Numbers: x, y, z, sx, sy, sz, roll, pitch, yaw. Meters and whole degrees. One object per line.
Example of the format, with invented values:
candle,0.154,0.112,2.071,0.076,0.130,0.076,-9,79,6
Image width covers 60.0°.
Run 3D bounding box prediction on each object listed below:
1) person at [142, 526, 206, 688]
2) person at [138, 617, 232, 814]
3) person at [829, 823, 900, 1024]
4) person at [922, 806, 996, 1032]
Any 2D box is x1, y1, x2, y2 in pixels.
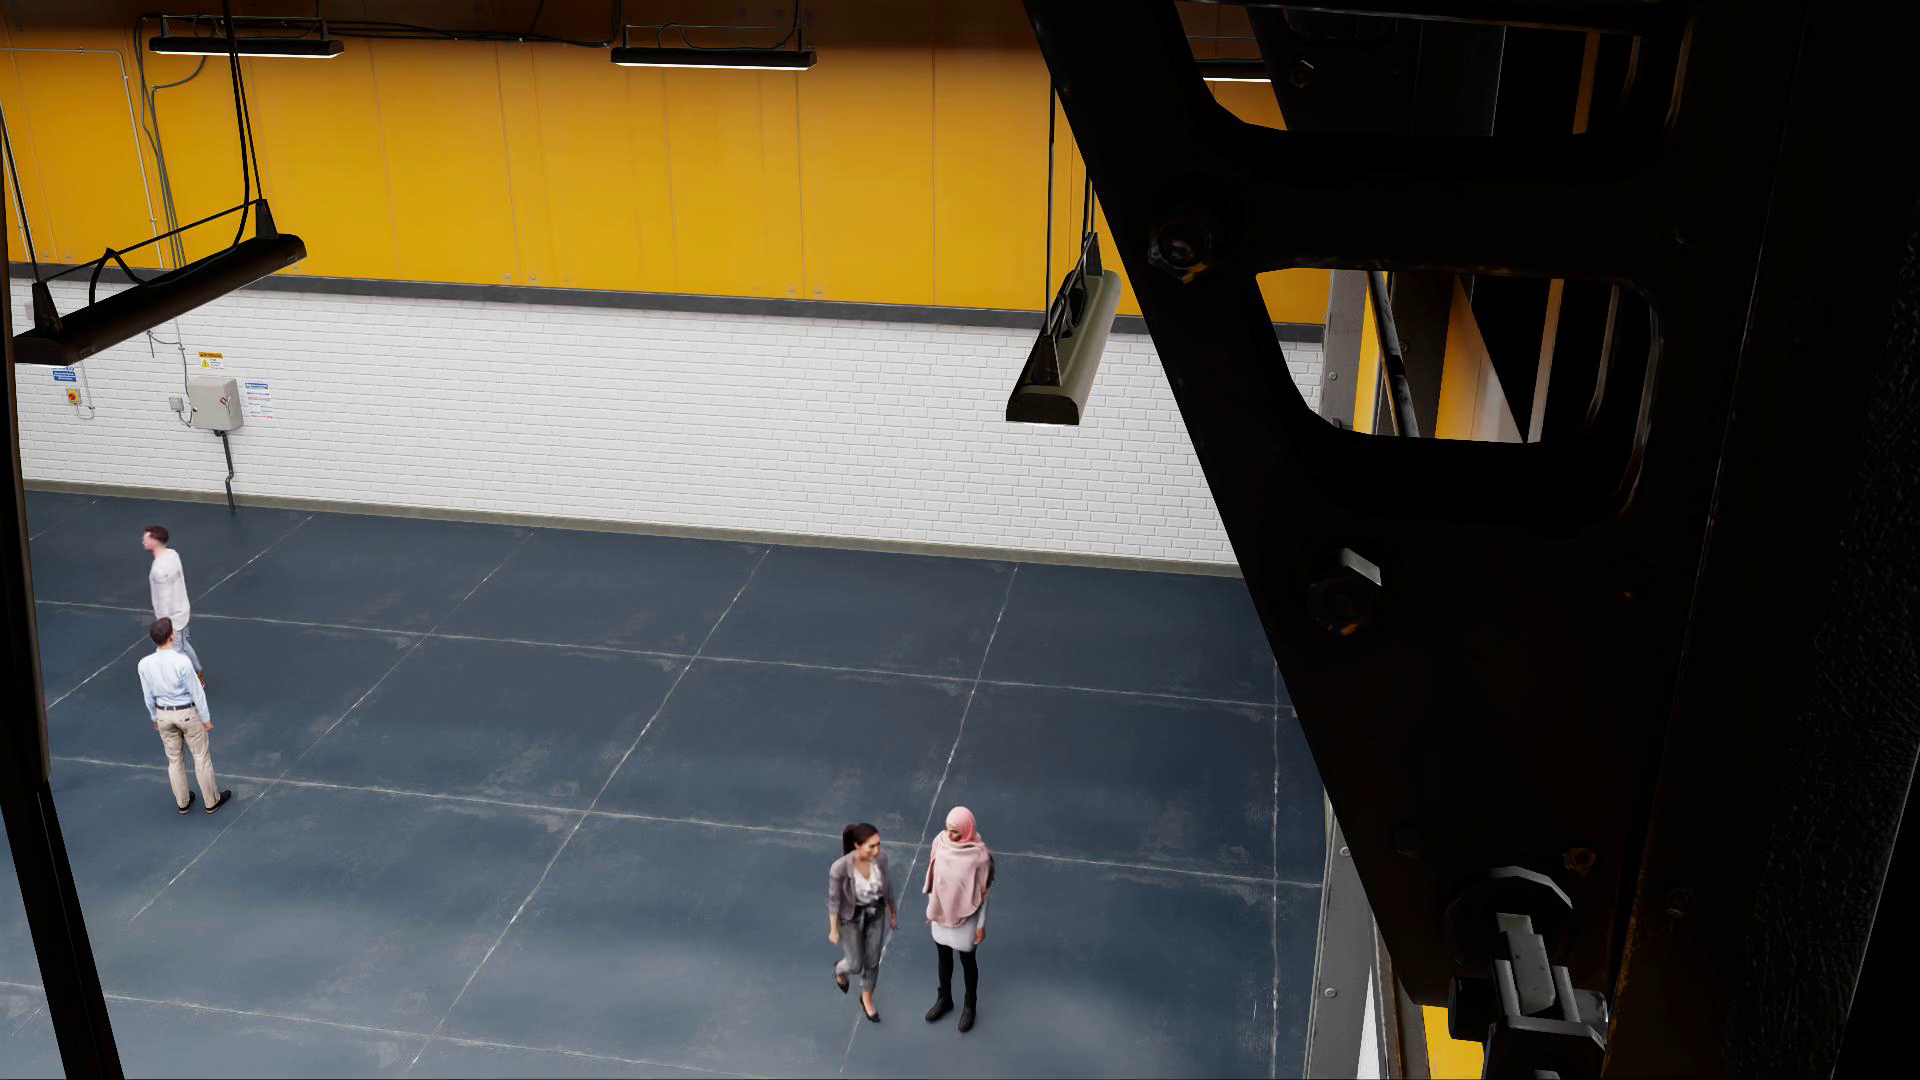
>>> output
person,-7.728,0.700,16.327,0.818,1.837,0.631,-2,24,-4
person,-6.768,1.530,14.419,0.695,1.845,0.652,-1,24,-2
person,-0.748,2.709,11.954,0.867,1.660,0.928,-15,28,-30
person,-0.020,2.672,11.860,0.701,1.803,0.690,11,26,25
